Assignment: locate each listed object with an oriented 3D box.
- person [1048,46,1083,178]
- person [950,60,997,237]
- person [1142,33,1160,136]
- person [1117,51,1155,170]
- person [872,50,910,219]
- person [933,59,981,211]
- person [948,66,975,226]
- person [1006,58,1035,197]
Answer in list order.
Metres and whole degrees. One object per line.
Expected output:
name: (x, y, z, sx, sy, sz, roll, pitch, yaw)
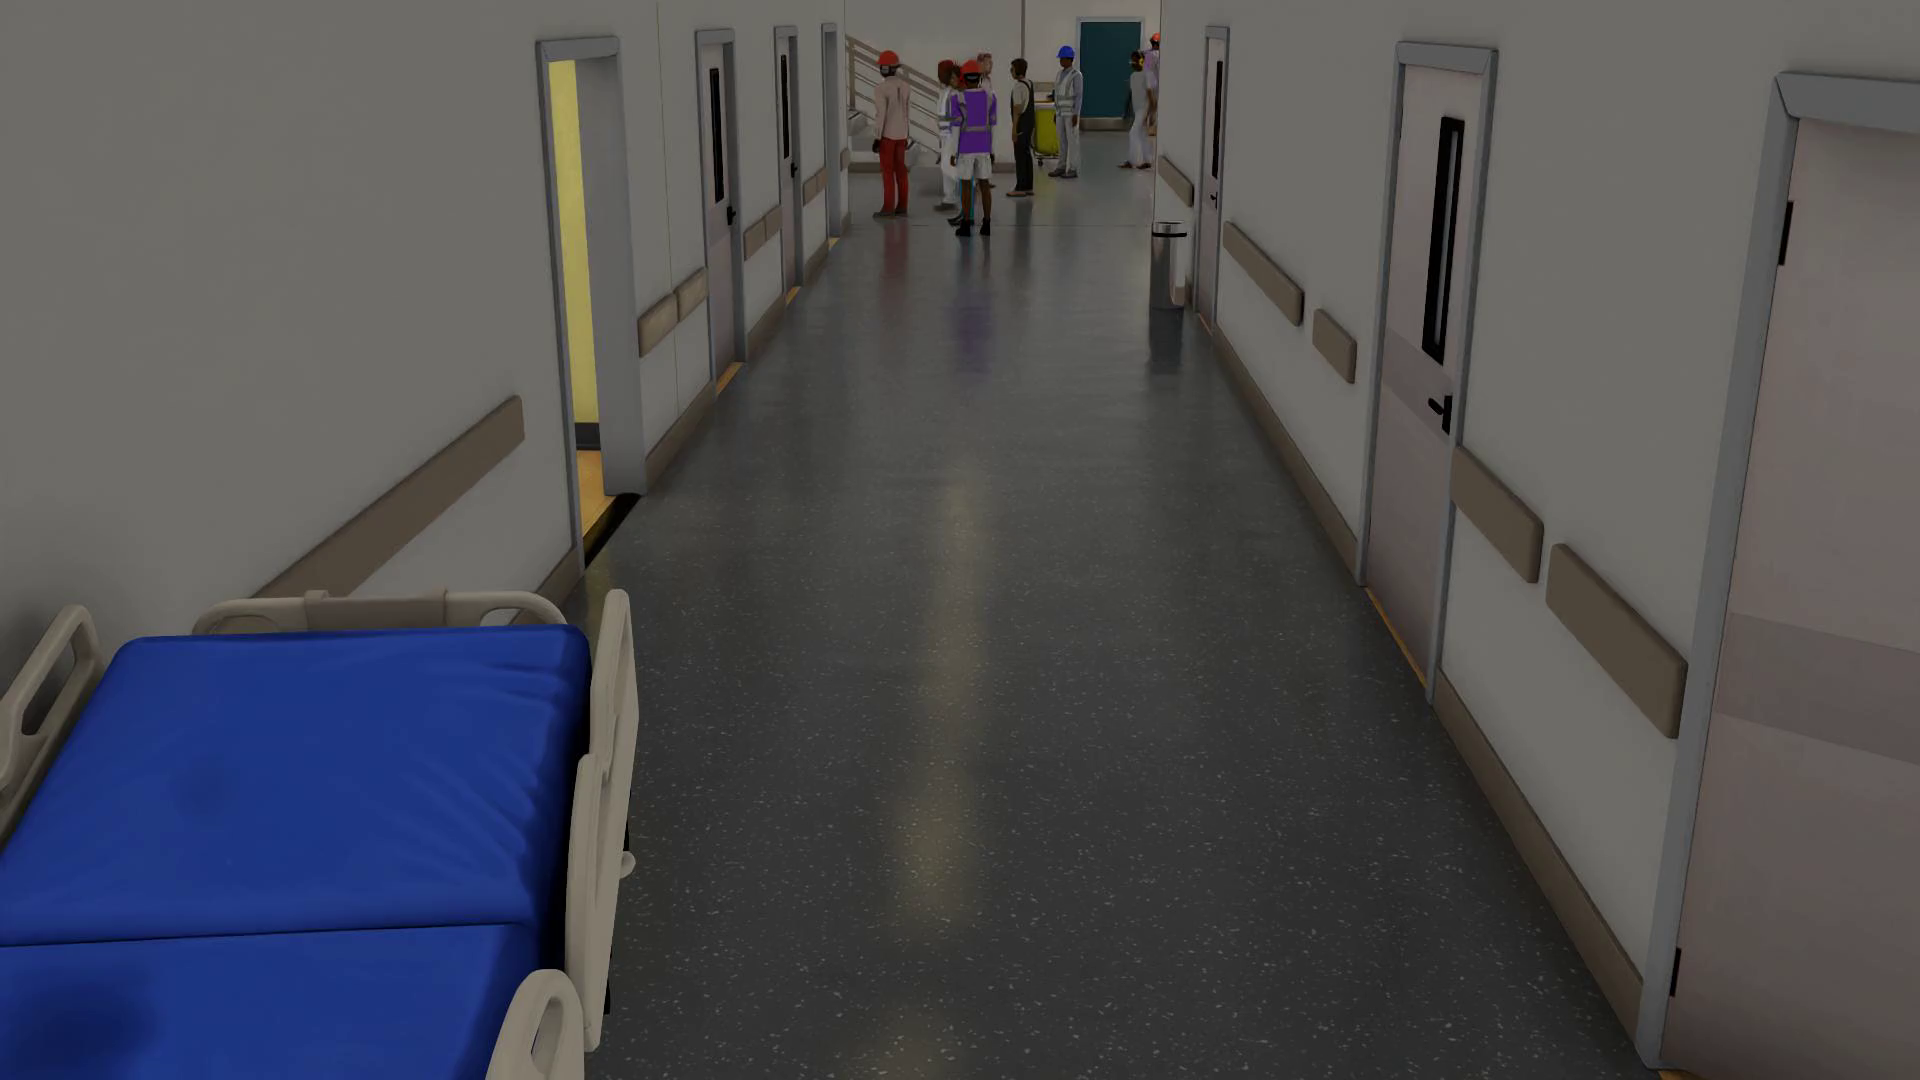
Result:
person: (1.614, -6.467, 25.168, 0.387, 1.949, 0.602, -11, 21, -31)
person: (0.140, -4.379, 18.640, 0.543, 1.927, 0.375, -6, 18, -17)
person: (3.935, -9.227, 33.724, 0.409, 2.028, 0.611, -12, 21, -33)
person: (2.747, -6.797, 26.374, 0.836, 1.834, 0.571, -8, 19, -24)
person: (-0.855, -4.916, 20.219, 0.402, 1.991, 0.633, 13, 22, 35)
person: (-0.071, -5.078, 20.924, 0.503, 1.869, 0.592, -6, 19, -18)
person: (0.054, -4.654, 19.660, 0.390, 1.837, 0.561, -1, 18, -3)
person: (0.843, -5.604, 22.631, 0.340, 1.838, 0.516, 8, 20, 25)
